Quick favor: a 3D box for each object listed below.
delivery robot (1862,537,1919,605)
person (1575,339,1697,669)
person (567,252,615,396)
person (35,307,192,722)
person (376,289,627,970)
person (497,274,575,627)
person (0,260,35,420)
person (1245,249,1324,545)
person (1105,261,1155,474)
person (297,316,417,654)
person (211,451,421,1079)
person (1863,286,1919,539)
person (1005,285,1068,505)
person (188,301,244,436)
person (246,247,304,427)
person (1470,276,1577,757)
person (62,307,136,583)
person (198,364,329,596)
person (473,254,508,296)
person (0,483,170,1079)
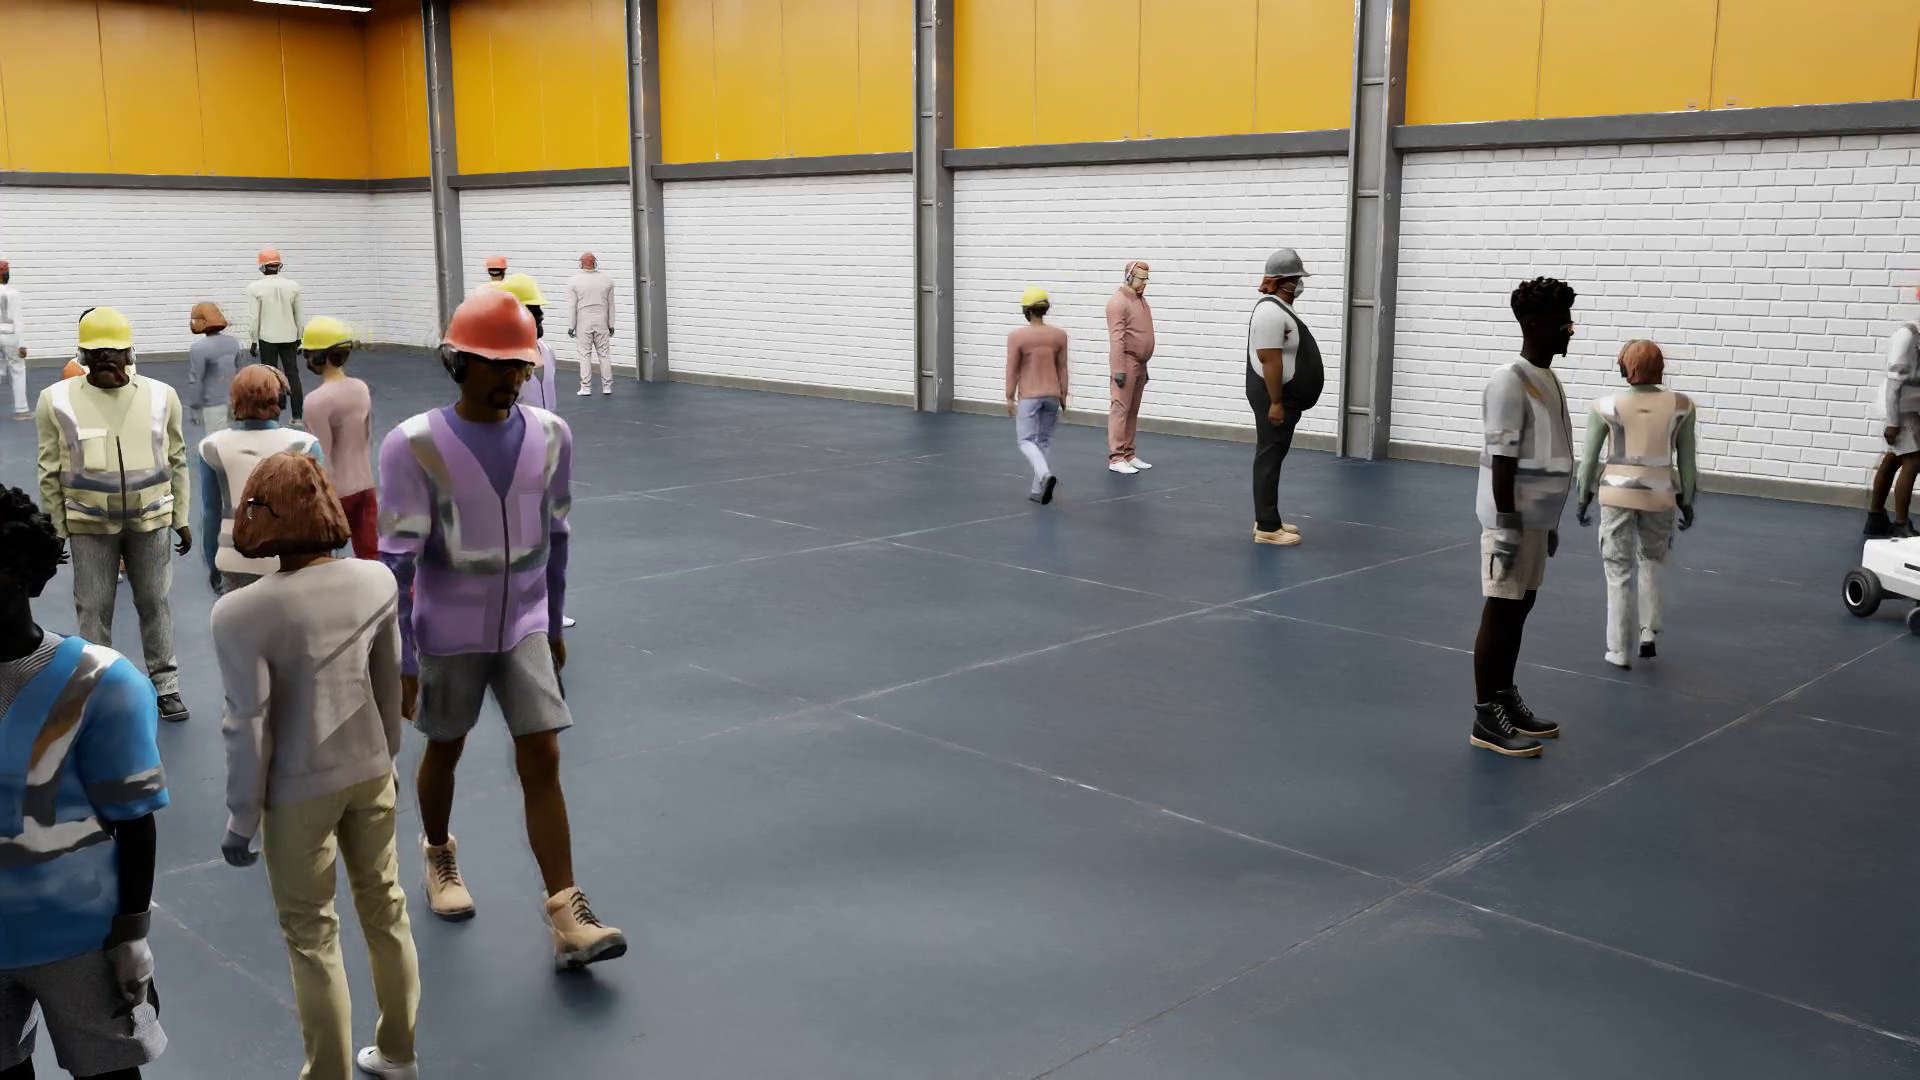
[{"bbox_3d":[5.293,0.156,9.095,0.477,0.478,0.707,-1,10,-7],"label":"delivery robot"},{"bbox_3d":[3.322,-0.174,8.209,0.553,1.621,0.382,2,11,9],"label":"person"},{"bbox_3d":[-4.926,-2.875,22.198,0.645,1.904,0.400,-6,12,-28],"label":"person"},{"bbox_3d":[-3.645,-0.090,7.214,0.590,1.830,0.403,-7,13,-34],"label":"person"},{"bbox_3d":[-1.386,0.262,4.906,0.649,1.969,1.101,-8,13,-39],"label":"person"},{"bbox_3d":[-2.319,-0.444,8.867,0.357,1.930,0.591,4,11,22],"label":"person"},{"bbox_3d":[-11.008,-2.276,19.053,0.583,1.863,0.740,2,11,11],"label":"person"},{"bbox_3d":[2.263,-1.001,11.600,0.536,2.000,0.672,2,11,11],"label":"person"},{"bbox_3d":[1.558,-1.561,15.044,0.404,1.902,0.636,5,12,27],"label":"person"},{"bbox_3d":[-3.054,-0.250,8.336,0.794,1.741,0.526,3,11,17],"label":"person"},{"bbox_3d":[-1.532,0.602,3.970,0.286,1.633,0.500,6,12,31],"label":"person"},{"bbox_3d":[6.572,-0.883,11.435,0.648,1.867,0.731,-8,13,-38],"label":"person"},{"bbox_3d":[0.640,-1.116,13.055,0.533,1.749,0.670,-4,11,-22],"label":"person"},{"bbox_3d":[-5.746,-1.024,12.837,0.406,1.618,0.511,3,11,15],"label":"person"},{"bbox_3d":[-7.572,-2.230,18.425,0.376,1.997,0.612,10,14,43],"label":"person"},{"bbox_3d":[2.346,-0.105,6.915,0.368,1.967,0.600,7,13,34],"label":"person"},{"bbox_3d":[-5.258,-0.588,10.290,0.316,1.696,0.540,3,11,15],"label":"person"},{"bbox_3d":[-2.759,0.116,6.641,0.530,1.625,0.362,-1,10,-3],"label":"person"},{"bbox_3d":[-5.260,-2.314,19.097,0.571,1.913,0.780,-1,10,-4],"label":"person"},{"bbox_3d":[-1.733,0.731,3.098,0.535,1.697,0.318,1,10,4],"label":"person"}]
